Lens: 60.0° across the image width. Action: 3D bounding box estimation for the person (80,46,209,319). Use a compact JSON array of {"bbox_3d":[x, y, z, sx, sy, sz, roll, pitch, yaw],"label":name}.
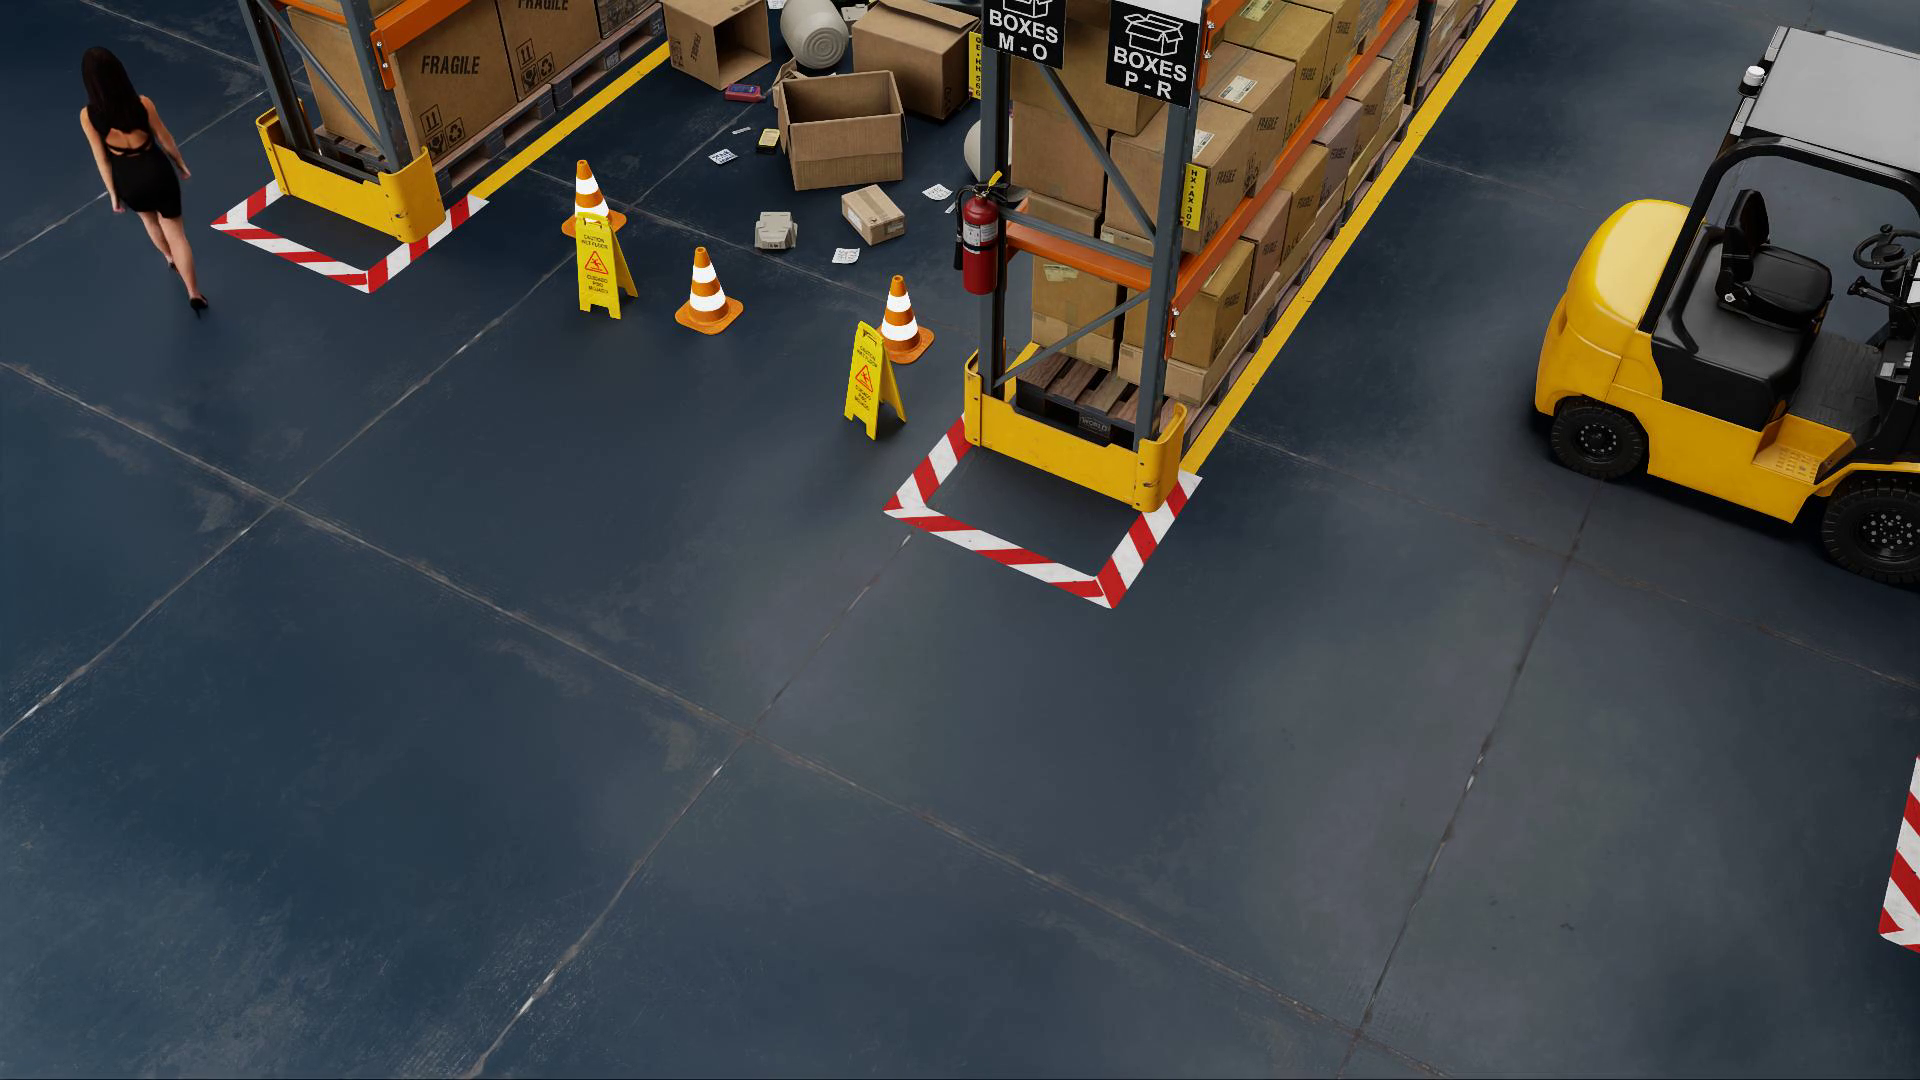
[{"bbox_3d":[-4.500,-1.919,9.238,0.915,1.624,0.936,-17,50,-16],"label":"person"}]
